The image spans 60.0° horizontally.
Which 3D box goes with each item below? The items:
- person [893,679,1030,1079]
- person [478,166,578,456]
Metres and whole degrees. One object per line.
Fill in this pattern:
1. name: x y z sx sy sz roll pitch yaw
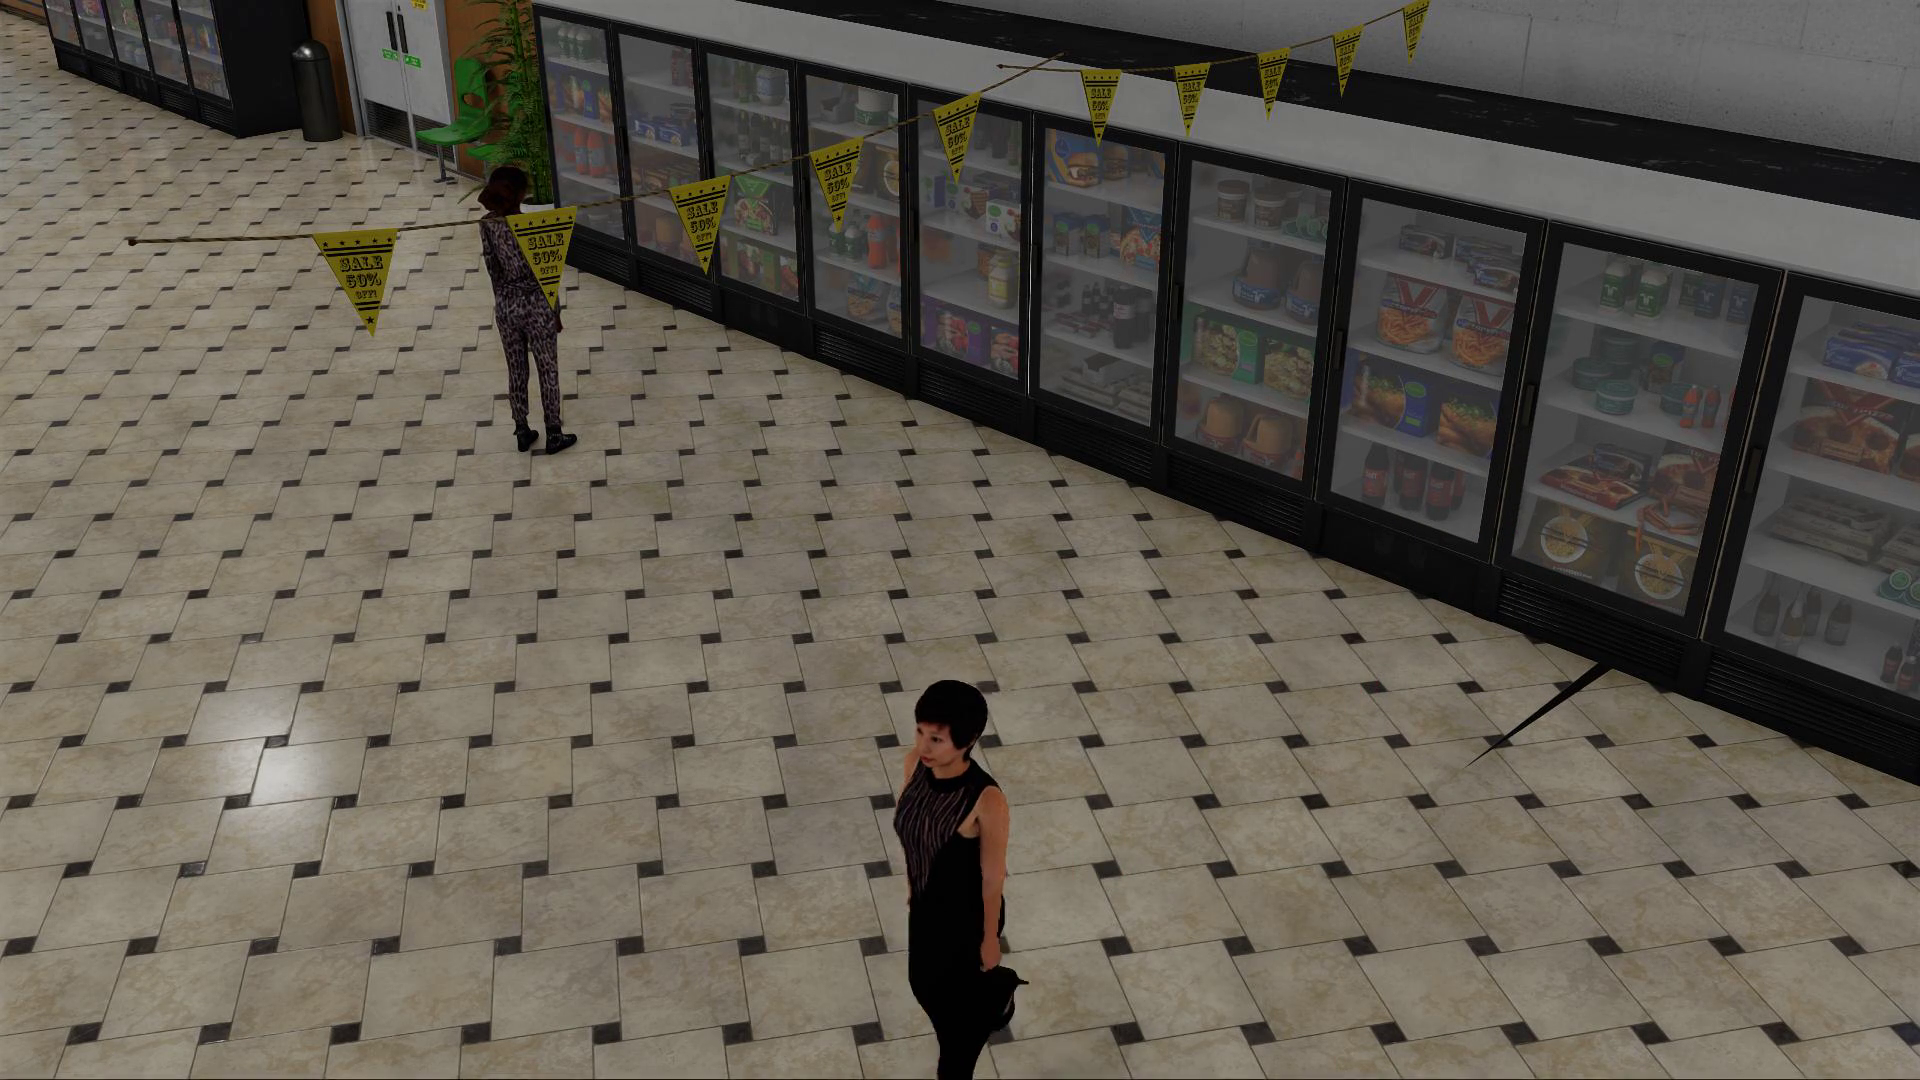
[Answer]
1. person: 0.039 1.089 5.030 0.792 1.591 0.585 -23 35 -38
2. person: -2.527 -1.327 9.657 0.672 1.714 0.704 7 28 14
